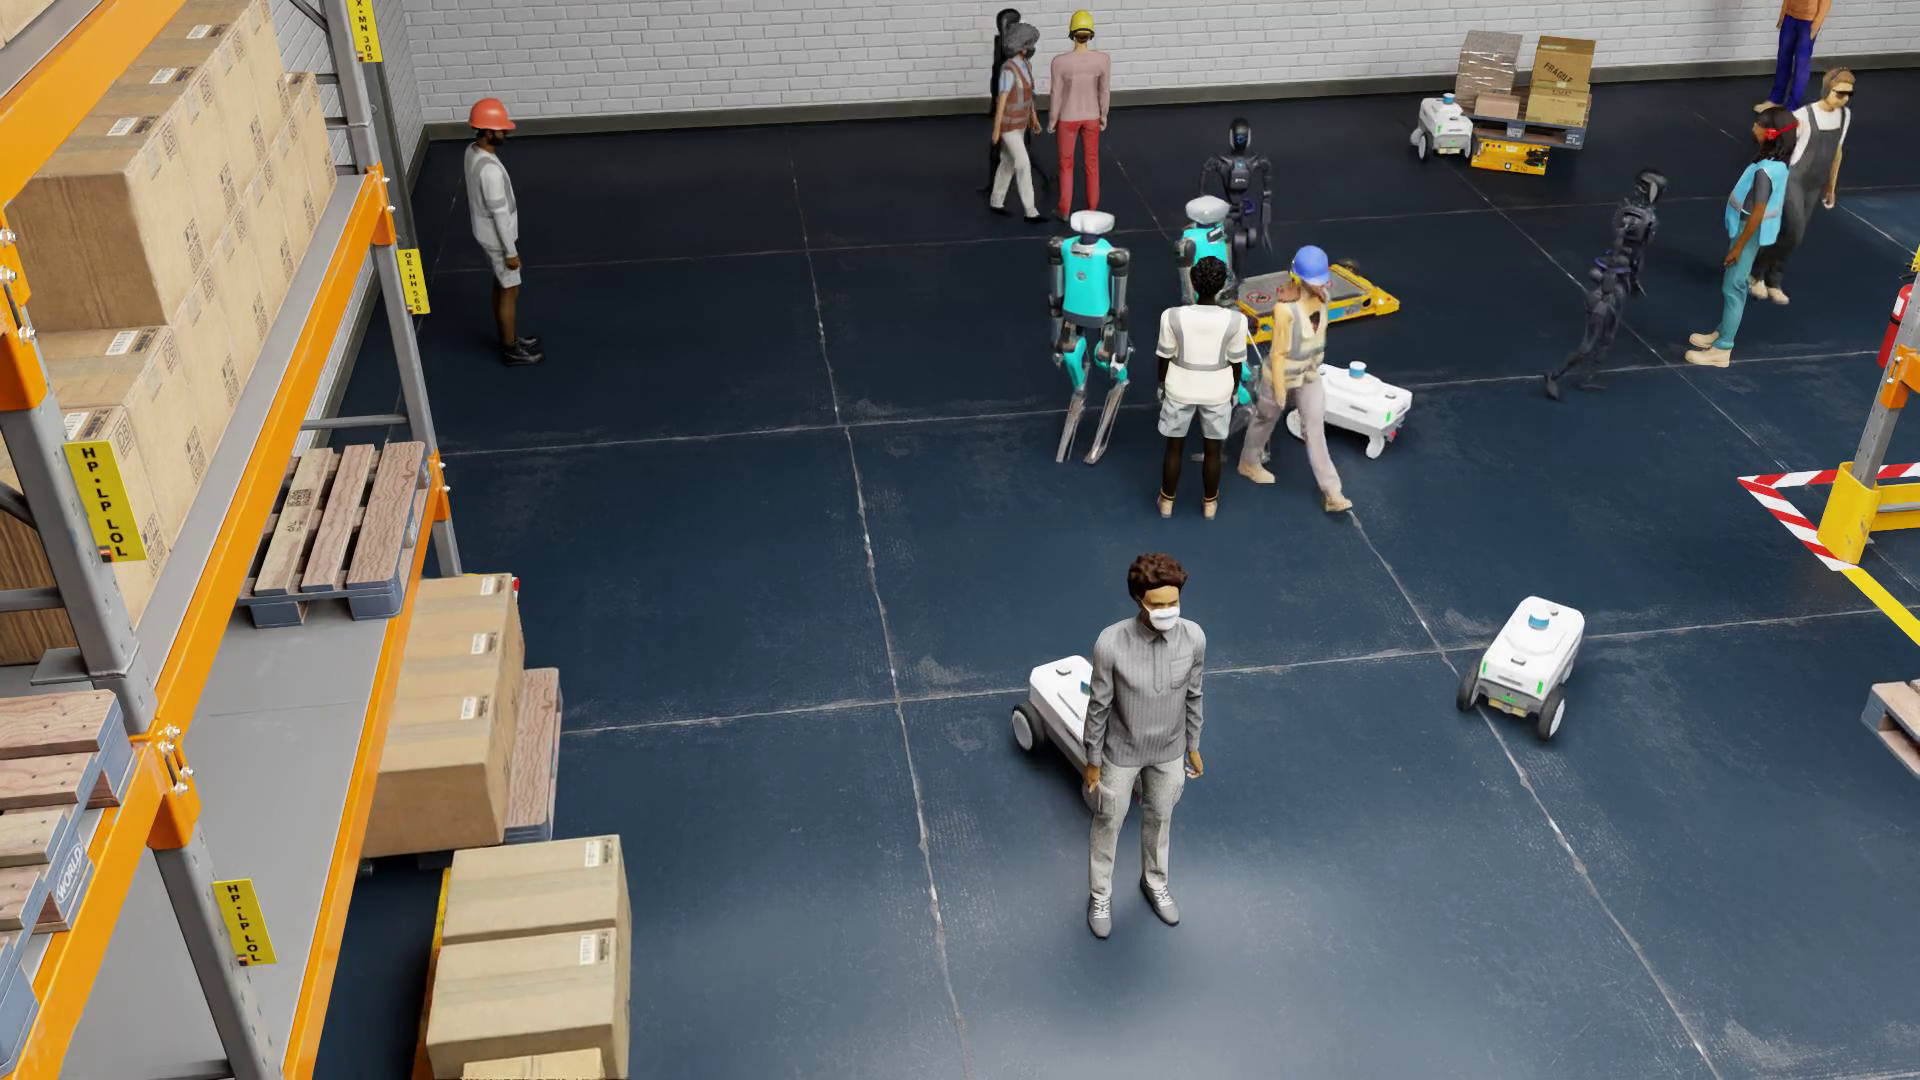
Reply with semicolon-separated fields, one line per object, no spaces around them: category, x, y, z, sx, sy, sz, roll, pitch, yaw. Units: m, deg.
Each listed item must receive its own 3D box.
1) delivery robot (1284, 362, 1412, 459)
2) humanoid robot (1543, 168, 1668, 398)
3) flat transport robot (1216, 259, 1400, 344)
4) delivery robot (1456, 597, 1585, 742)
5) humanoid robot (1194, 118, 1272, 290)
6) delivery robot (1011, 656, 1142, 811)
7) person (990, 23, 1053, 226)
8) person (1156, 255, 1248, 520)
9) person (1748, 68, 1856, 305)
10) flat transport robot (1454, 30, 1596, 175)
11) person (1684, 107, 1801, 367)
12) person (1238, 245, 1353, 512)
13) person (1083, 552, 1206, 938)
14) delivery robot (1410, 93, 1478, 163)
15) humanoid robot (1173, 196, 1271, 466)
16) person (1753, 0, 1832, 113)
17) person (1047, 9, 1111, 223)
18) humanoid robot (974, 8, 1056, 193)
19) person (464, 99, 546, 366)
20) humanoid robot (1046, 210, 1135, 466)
delivery robot;2.564;-0.897;10.972;0.774;0.602;0.523;24;40;32
humanoid robot;4.368;-1.737;11.233;0.470;1.646;0.599;25;40;33
flat transport robot;2.561;-1.813;12.631;1.431;0.231;0.659;-14;36;-21
delivery robot;2.942;0.644;8.621;0.499;0.614;0.797;21;38;28
humanoid robot;1.965;-2.268;12.055;0.602;1.649;0.418;-3;33;-4
delivery robot;0.622;0.909;8.216;0.499;0.614;0.812;-15;36;-22
person;0.546;-3.440;13.845;0.740;1.656;0.468;14;36;21
person;1.416;-0.884;9.902;0.533;1.693;0.320;4;33;6
person;6.326;-2.631;12.457;0.502;1.829;0.415;-13;35;-19
flat transport robot;5.227;-3.789;15.658;0.659;0.231;1.431;12;35;17
person;5.495;-2.111;11.627;0.391;1.866;0.514;16;37;23
person;2.062;-0.973;10.006;0.520;1.714;0.942;-19;38;-26
person;0.769;0.863;7.039;0.533;1.901;0.395;-7;34;-11
delivery robot;4.505;-3.829;15.471;0.519;0.608;0.779;0;33;0
humanoid robot;1.761;-1.209;10.358;0.889;1.764;0.586;25;41;33
person;8.126;-5.062;16.059;0.406;1.974;0.512;-12;35;-18
person;0.982;-3.525;13.885;0.533;1.767;0.316;-8;34;-12
humanoid robot;0.500;-3.788;14.422;0.676;1.653;0.589;-17;37;-24
person;-3.189;-2.130;11.608;0.387;1.924;0.546;-16;36;-22
humanoid robot;0.873;-1.251;10.470;0.543;1.849;0.674;17;37;24
